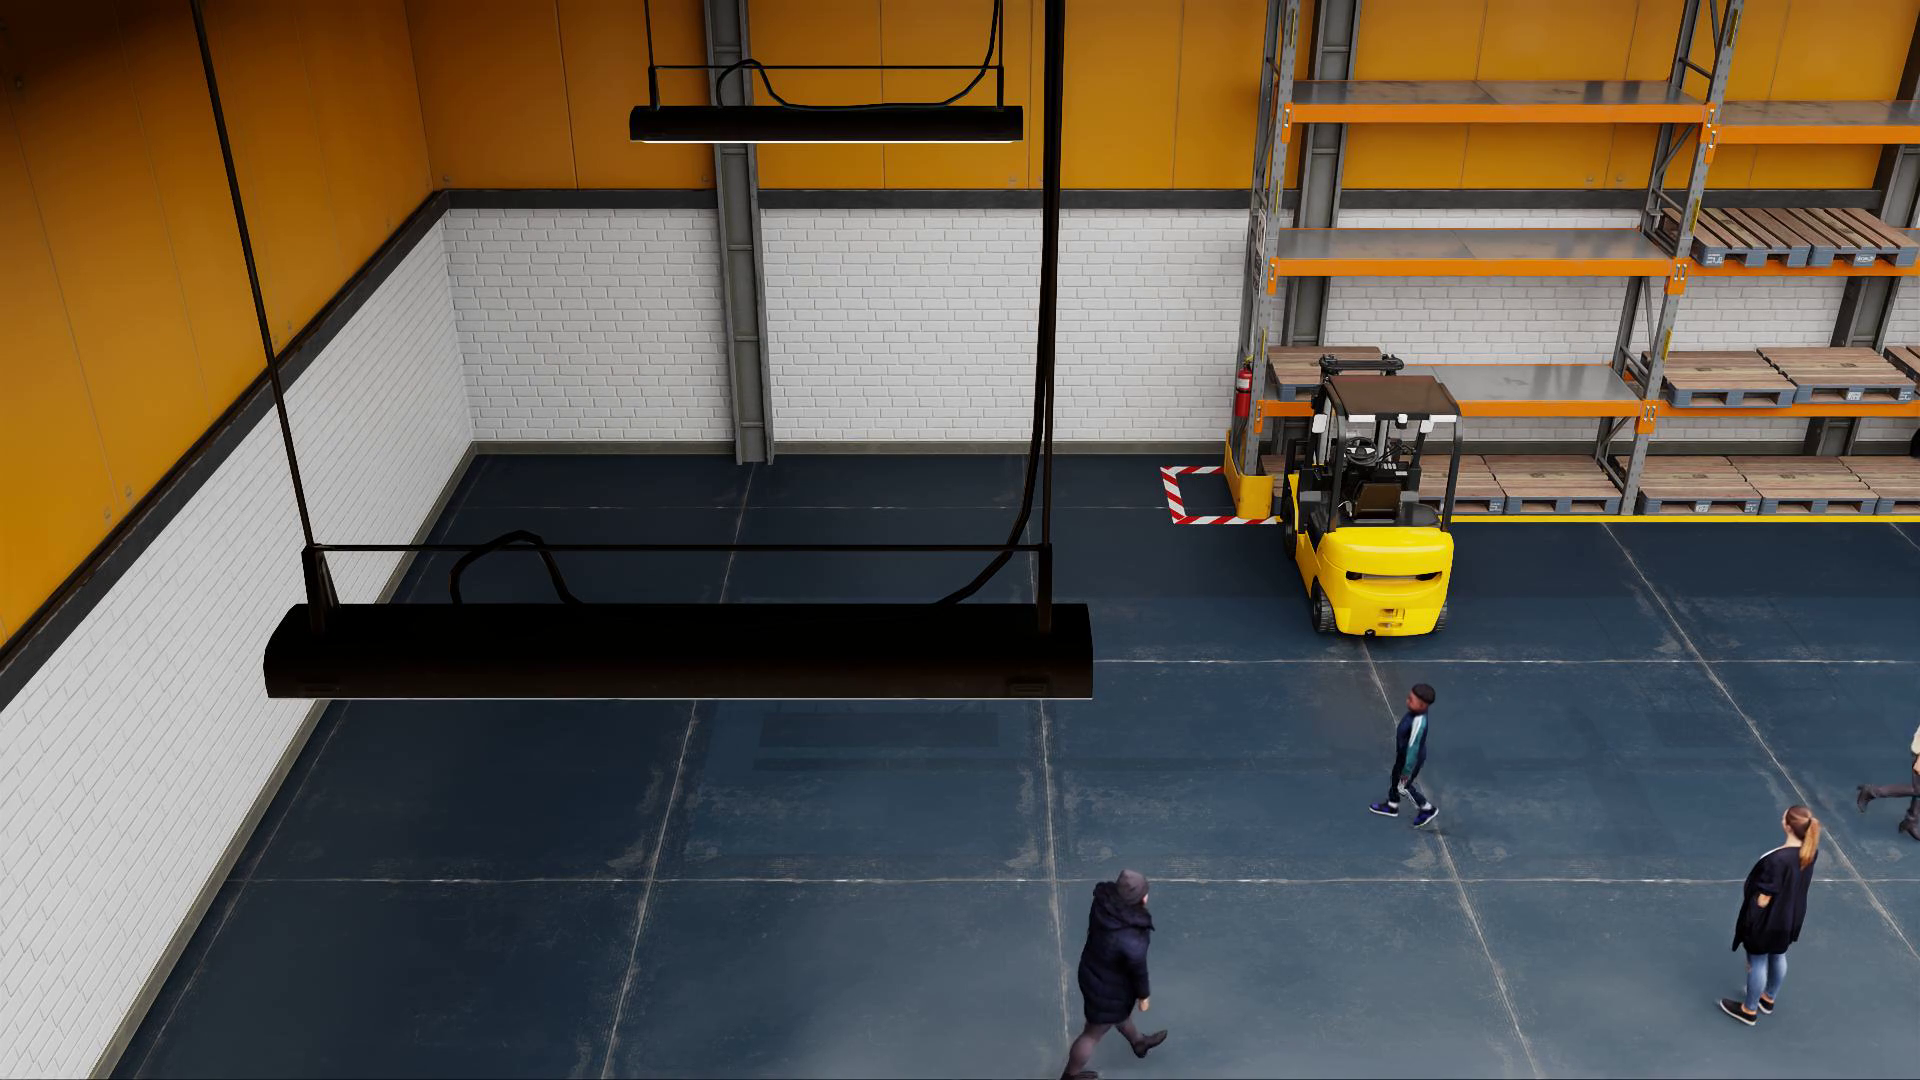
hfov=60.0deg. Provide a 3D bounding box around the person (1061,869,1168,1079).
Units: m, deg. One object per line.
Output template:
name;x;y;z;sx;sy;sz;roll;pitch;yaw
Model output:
person;0.851;2.747;10.257;1.130;1.626;0.919;-12;31;-21

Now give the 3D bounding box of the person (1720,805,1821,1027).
person;5.292;2.427;10.785;0.657;1.683;0.777;-14;32;-24

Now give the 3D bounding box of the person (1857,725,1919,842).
person;7.217;1.554;12.509;0.872;1.565;0.934;-24;37;-37

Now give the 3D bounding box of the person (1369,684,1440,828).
person;3.475;1.640;12.684;0.793;1.247;0.633;8;30;14
